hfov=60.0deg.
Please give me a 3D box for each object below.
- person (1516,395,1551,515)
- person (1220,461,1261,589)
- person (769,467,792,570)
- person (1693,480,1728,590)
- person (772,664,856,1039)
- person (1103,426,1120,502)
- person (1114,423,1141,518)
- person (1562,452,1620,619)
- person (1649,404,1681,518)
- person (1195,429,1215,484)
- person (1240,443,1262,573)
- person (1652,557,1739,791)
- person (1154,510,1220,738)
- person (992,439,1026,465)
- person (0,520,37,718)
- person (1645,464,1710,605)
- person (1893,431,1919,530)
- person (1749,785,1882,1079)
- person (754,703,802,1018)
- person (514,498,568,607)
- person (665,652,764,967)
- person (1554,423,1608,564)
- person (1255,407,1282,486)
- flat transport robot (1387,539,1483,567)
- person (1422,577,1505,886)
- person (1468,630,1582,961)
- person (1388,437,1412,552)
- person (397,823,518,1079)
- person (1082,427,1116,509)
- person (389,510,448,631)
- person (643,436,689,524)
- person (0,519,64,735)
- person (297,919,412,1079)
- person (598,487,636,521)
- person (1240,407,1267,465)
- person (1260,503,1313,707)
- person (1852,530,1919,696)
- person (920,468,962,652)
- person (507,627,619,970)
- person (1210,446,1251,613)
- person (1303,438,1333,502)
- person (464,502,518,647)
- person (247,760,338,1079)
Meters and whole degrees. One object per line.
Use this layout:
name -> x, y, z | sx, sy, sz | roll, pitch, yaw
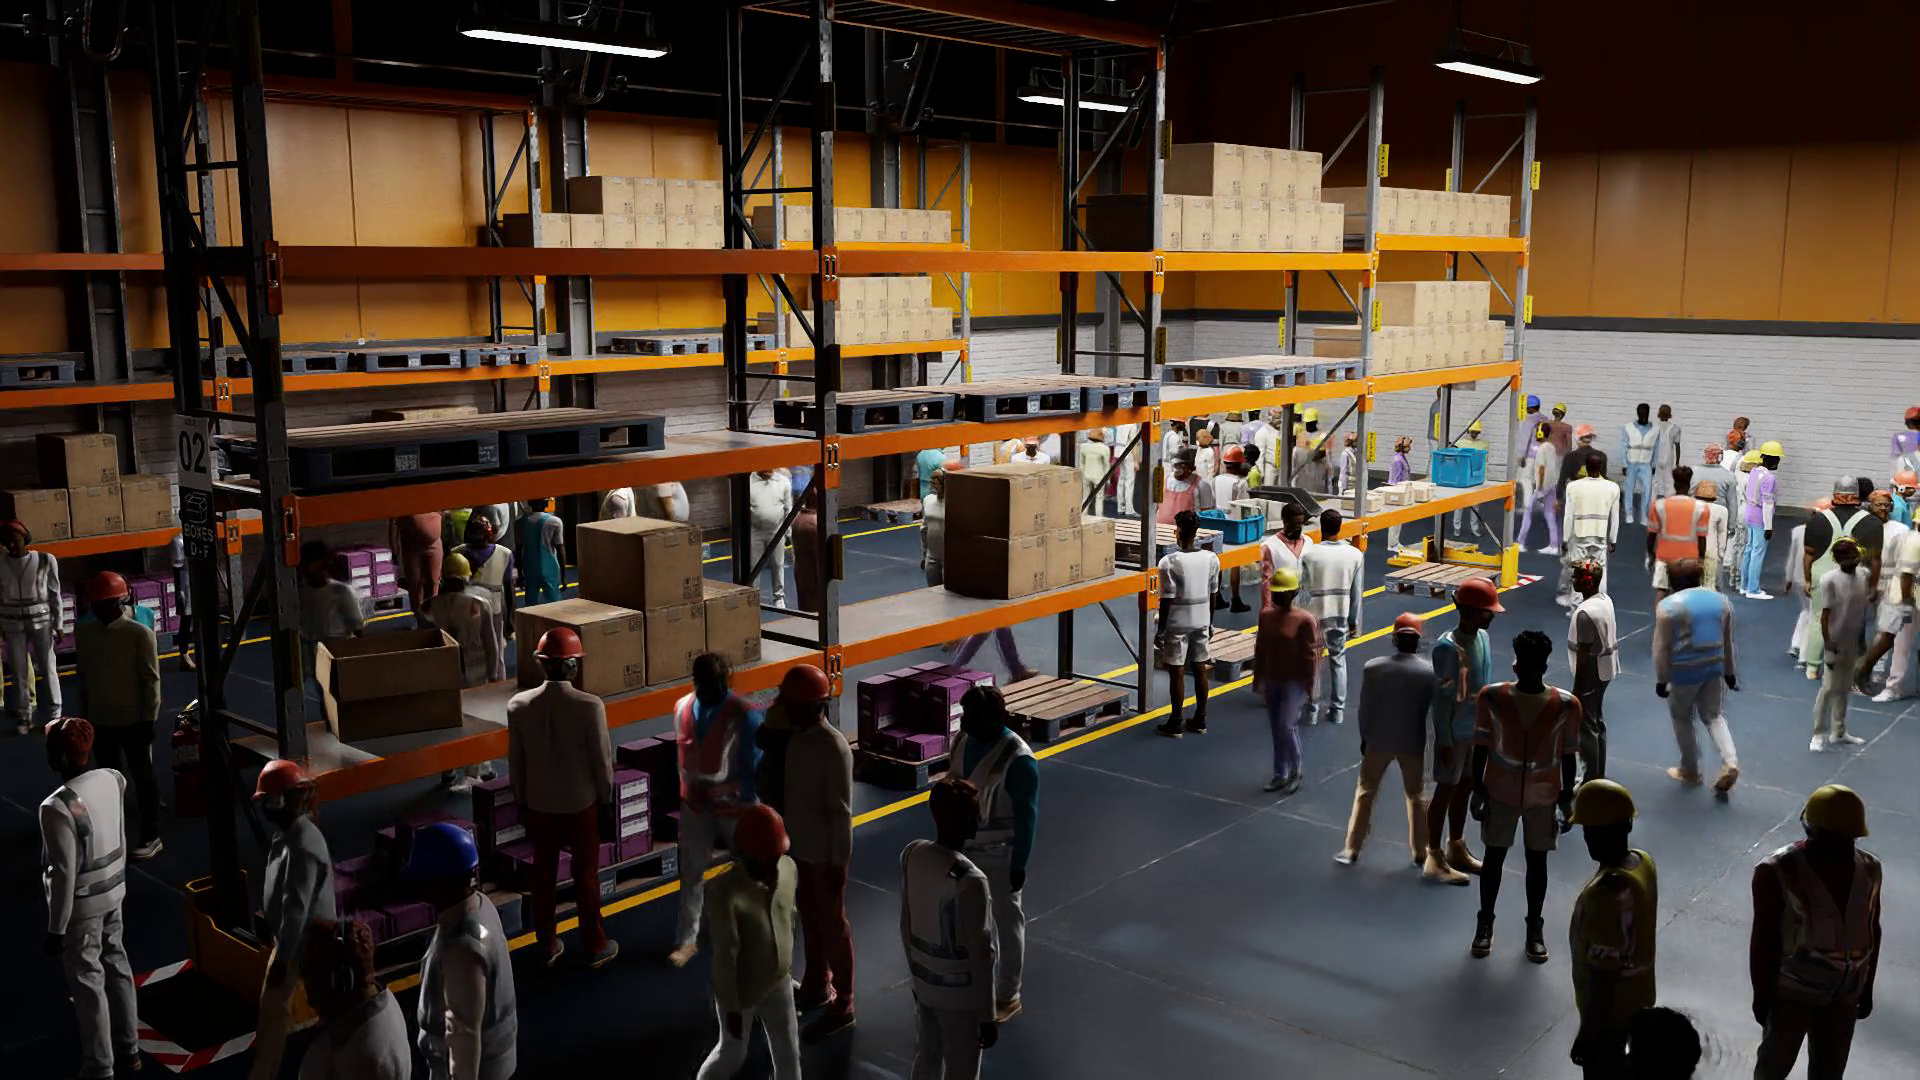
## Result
person -> 9.262, -1.373, 26.797 | 0.704, 1.931, 0.442 | -7, 12, -37
person -> 3.484, -0.190, 20.733 | 0.826, 1.596, 0.525 | -8, 12, -39
person -> -2.343, -0.466, 21.915 | 0.432, 1.749, 0.540 | -3, 10, -15
person -> 8.357, 0.130, 18.753 | 0.507, 1.627, 0.285 | 3, 10, 20
person -> -0.778, 1.619, 8.790 | 0.408, 1.986, 0.618 | -6, 11, -32
person -> 2.613, -1.643, 28.245 | 0.401, 1.991, 0.649 | -2, 10, -14
person -> 2.669, -1.272, 26.480 | 0.389, 1.838, 0.563 | -4, 10, -21
person -> 7.146, -0.034, 18.854 | 0.598, 1.916, 0.375 | 1, 10, 9
person -> 11.016, -1.211, 26.099 | 0.516, 1.842, 0.328 | 3, 10, 18
person -> 3.558, -0.813, 24.352 | 0.284, 1.633, 0.498 | -3, 10, -16
person -> 3.817, -0.419, 21.807 | 0.322, 1.697, 0.532 | 0, 10, 1
person -> 5.703, 1.053, 12.756 | 0.706, 1.800, 0.713 | -3, 10, -17
person -> 1.930, 0.715, 14.240 | 0.610, 1.965, 0.363 | -5, 11, -29
person -> 0.664, -0.795, 23.368 | 0.388, 1.926, 0.590 | -9, 13, -43
person -> -8.556, 0.682, 14.846 | 0.561, 1.836, 0.391 | -1, 10, -5
person -> 7.563, 0.174, 17.564 | 0.606, 1.942, 0.751 | 5, 11, 26
person -> 12.370, -0.484, 21.460 | 0.606, 1.944, 0.403 | 1, 10, 7
person -> 3.759, 1.947, 7.316 | 0.595, 1.823, 0.403 | -1, 10, -7
person -> -0.953, 1.707, 9.021 | 0.320, 1.737, 0.487 | 1, 10, 8
person -> -4.208, 0.356, 16.738 | 0.514, 1.845, 0.336 | 1, 10, 4
person -> -1.419, 1.532, 9.868 | 0.626, 1.808, 0.939 | 4, 10, 21
person -> 8.206, -0.548, 21.846 | 0.653, 1.955, 0.962 | -2, 10, -9
person -> 4.709, -1.043, 24.955 | 0.654, 1.899, 0.398 | -8, 12, -38
flat transport robot -> 6.425, 0.184, 22.460 | 0.652, 0.197, 1.431 | 9, 13, 43
person -> 3.319, 1.240, 10.913 | 0.406, 2.035, 0.610 | 9, 13, 43
person -> 3.280, 1.478, 9.704 | 0.600, 1.959, 0.375 | 3, 10, 17
person -> 6.160, -0.640, 23.332 | 0.318, 1.631, 0.524 | 3, 10, 18
person -> -1.928, 2.030, 6.474 | 0.415, 1.939, 0.611 | -2, 10, -14
person -> 2.283, -1.329, 27.276 | 0.543, 1.684, 0.389 | 4, 10, 23
person -> -5.915, 0.080, 18.250 | 0.659, 1.898, 0.536 | -5, 11, -29
person -> -3.404, -0.253, 19.798 | 0.792, 2.000, 0.713 | -3, 10, -15
person -> -8.044, 0.748, 14.317 | 0.588, 1.878, 0.371 | -3, 10, -19
person -> -2.046, 2.190, 5.610 | 0.409, 1.907, 0.651 | -4, 10, -23
person -> -3.861, 0.029, 18.745 | 0.429, 1.837, 0.623 | -1, 10, -5
person -> 4.581, -1.217, 25.943 | 0.591, 1.912, 0.399 | -7, 12, -35
person -> 2.961, 0.599, 15.122 | 0.598, 1.908, 0.410 | -6, 11, -32
person -> 8.838, 0.533, 15.493 | 0.632, 1.941, 0.808 | -8, 12, -39
person -> -0.168, 0.201, 17.403 | 0.627, 1.936, 0.375 | 8, 13, 40
person -> -2.272, 1.487, 9.567 | 0.608, 1.987, 0.391 | 1, 10, 9
person -> 3.153, -0.127, 19.350 | 0.360, 1.939, 0.543 | -9, 13, -43
person -> 4.818, -0.543, 22.638 | 0.494, 1.697, 0.881 | -2, 10, -10
person -> -4.969, 0.115, 17.600 | 0.537, 2.000, 0.679 | 1, 10, 4
person -> -3.211, 1.909, 7.920 | 0.765, 1.691, 0.547 | -7, 12, -37
